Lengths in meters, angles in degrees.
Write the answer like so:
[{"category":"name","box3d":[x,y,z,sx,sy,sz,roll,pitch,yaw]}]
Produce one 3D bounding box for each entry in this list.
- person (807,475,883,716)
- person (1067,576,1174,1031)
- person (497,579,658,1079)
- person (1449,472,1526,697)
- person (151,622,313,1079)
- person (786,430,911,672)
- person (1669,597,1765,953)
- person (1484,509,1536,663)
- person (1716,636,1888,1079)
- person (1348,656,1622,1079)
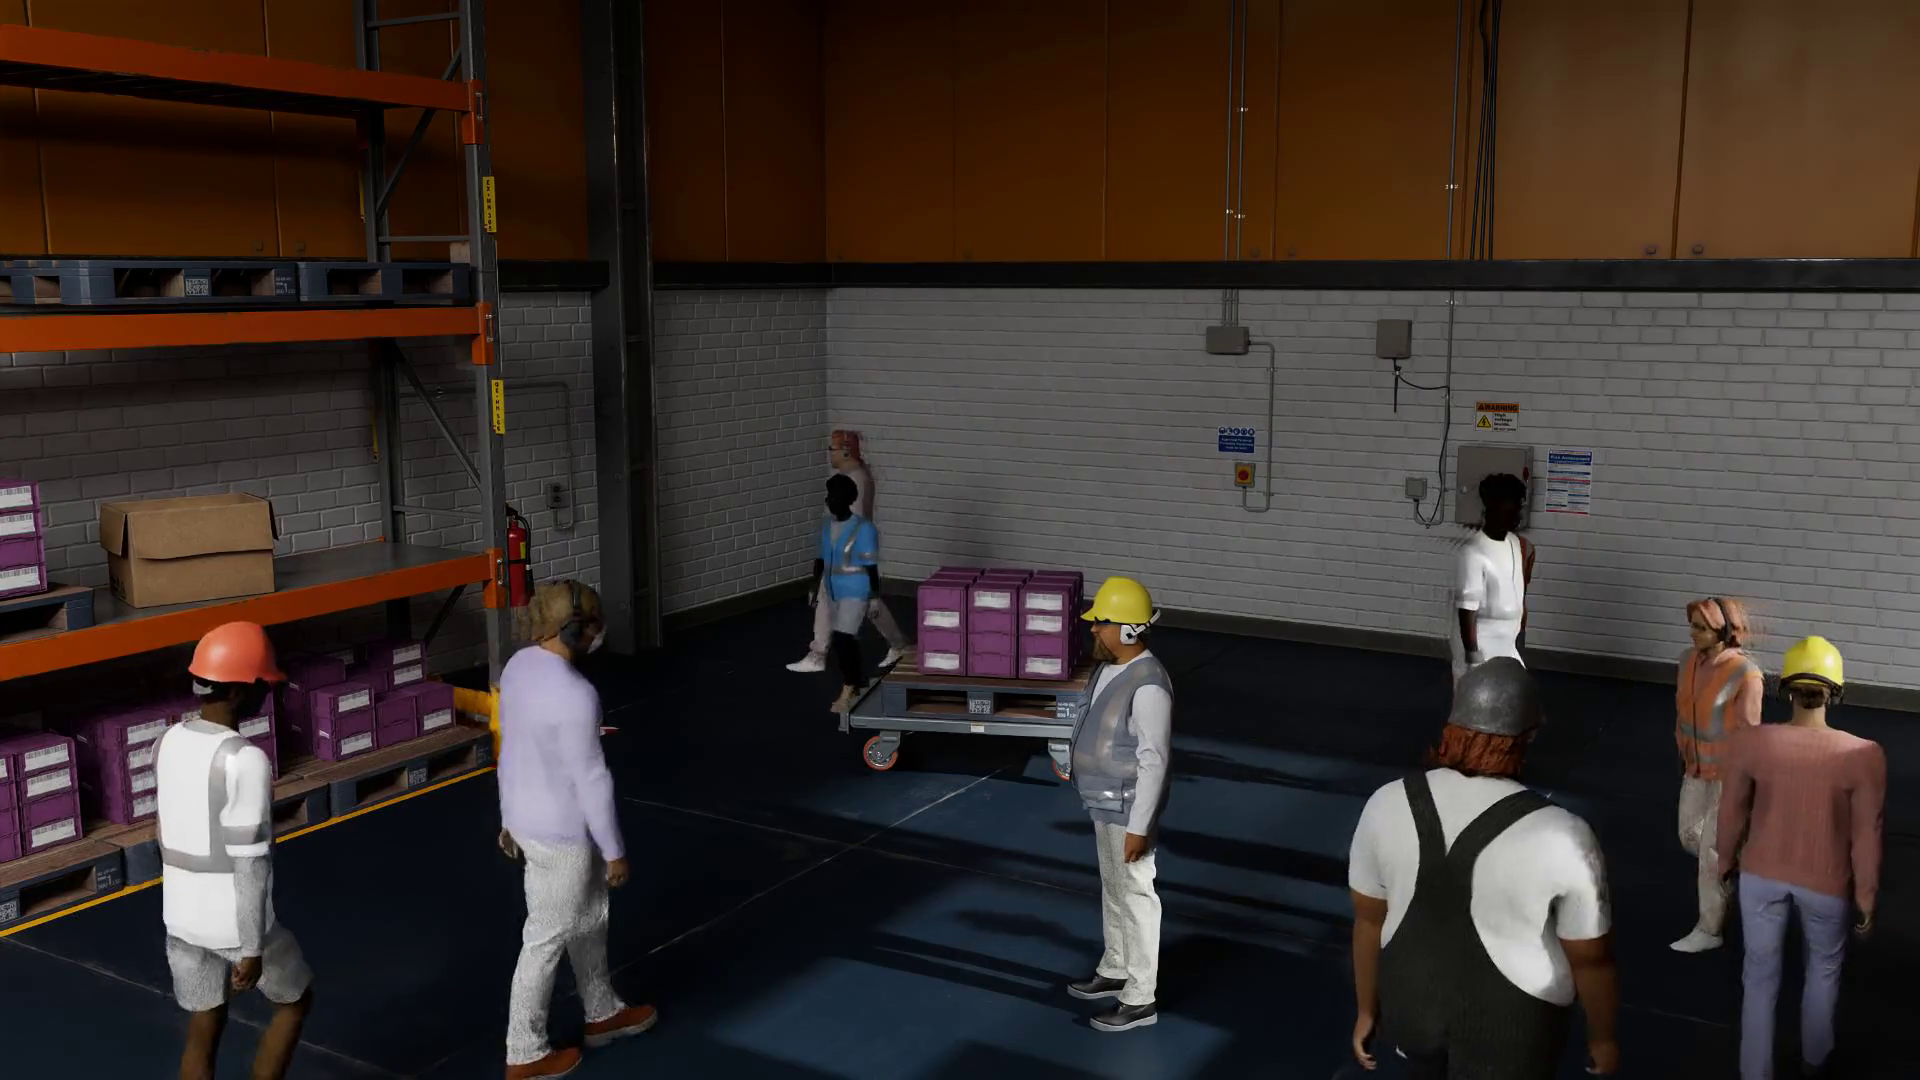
[{"category":"person","box3d":[-0.791,0.379,11.364,0.522,1.671,0.614,-8,12,-43]},{"category":"person","box3d":[0.644,1.050,6.711,0.403,1.835,0.588,-2,9,-10]},{"category":"person","box3d":[-1.397,1.083,6.277,0.824,1.907,0.645,-6,11,-34]},{"category":"person","box3d":[2.959,0.596,9.169,0.645,1.946,0.559,-9,12,-43]},{"category":"person","box3d":[-2.399,1.214,5.458,0.570,1.914,0.479,4,10,26]},{"category":"person","box3d":[-0.824,0.082,12.643,0.928,1.871,0.645,1,9,9]},{"category":"person","box3d":[3.470,1.038,7.463,0.552,1.619,0.528,-2,9,-14]},{"category":"person","box3d":[3.360,0.522,10.433,0.537,1.696,0.318,-6,11,-33]},{"category":"person","box3d":[3.058,1.203,6.070,0.548,1.734,0.814,6,11,31]},{"category":"person","box3d":[1.491,1.273,4.674,1.075,2.000,0.694,-9,13,-44]}]
